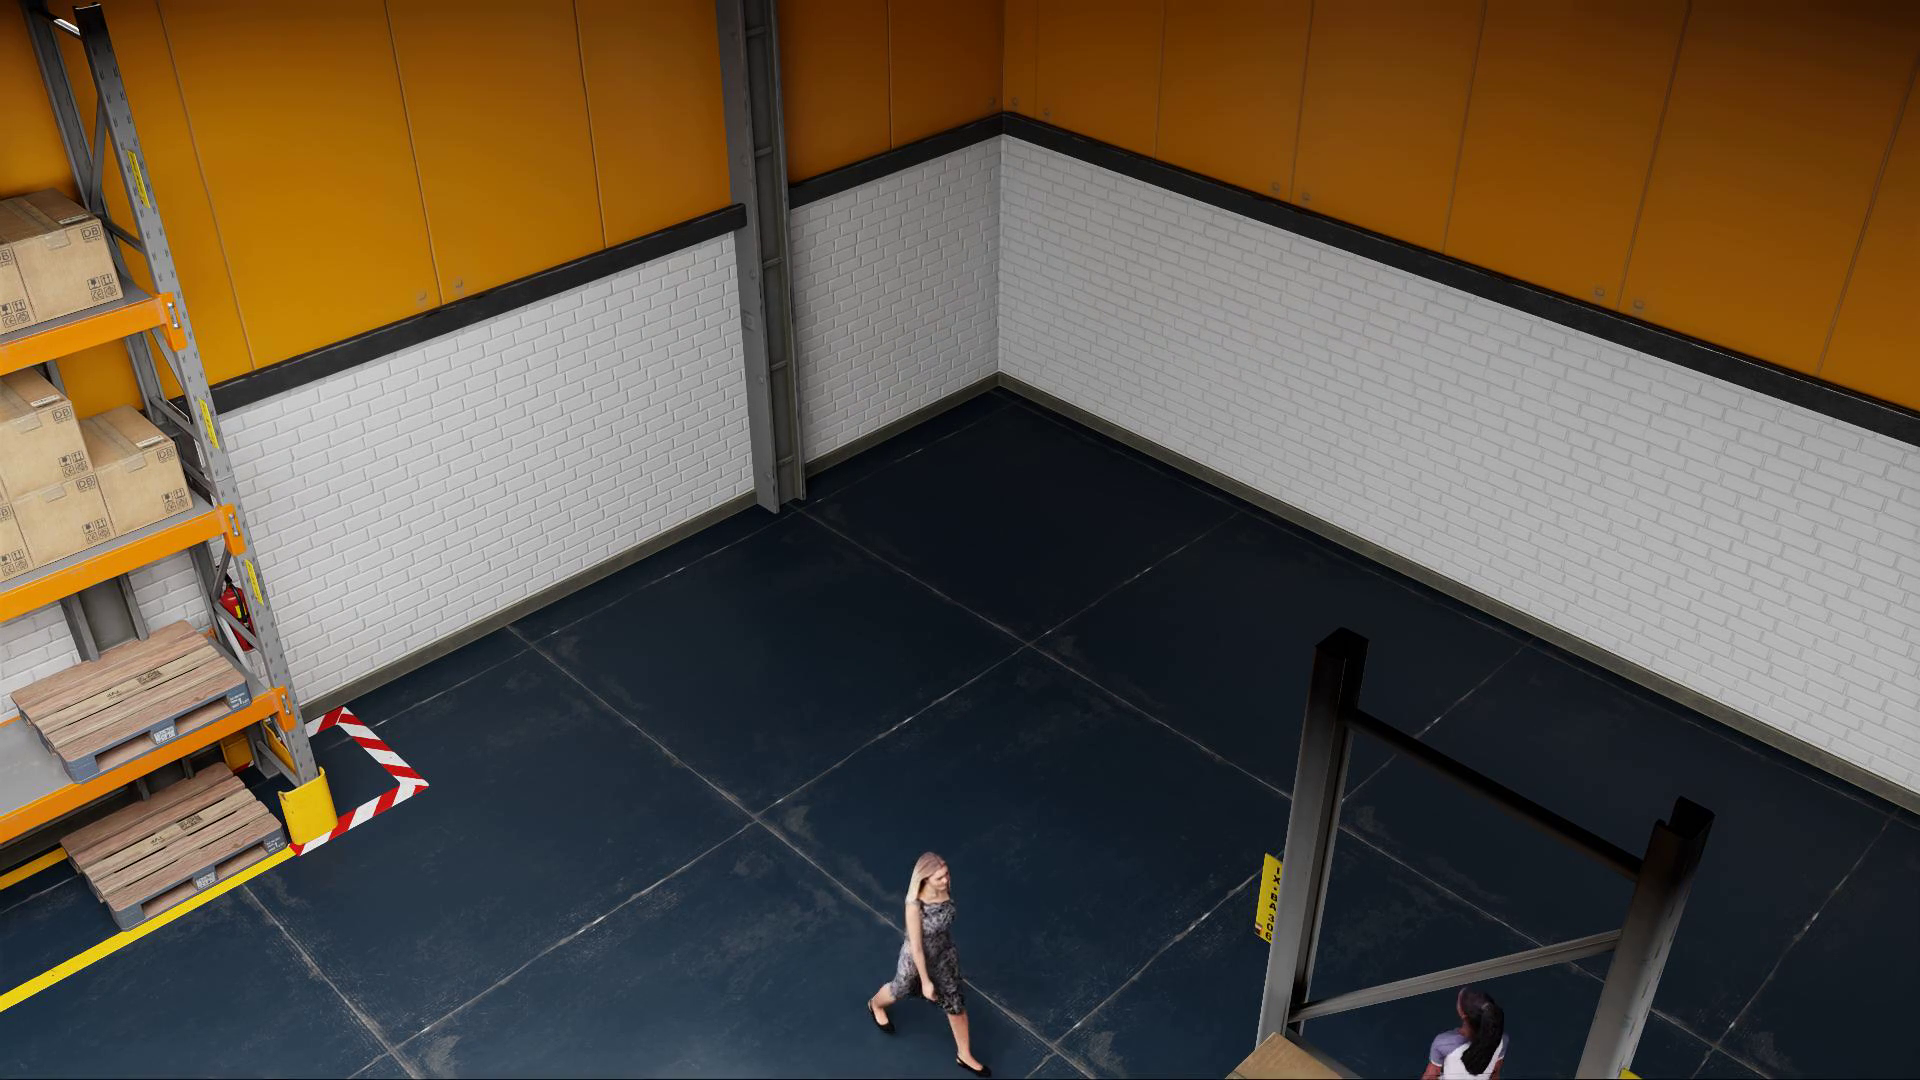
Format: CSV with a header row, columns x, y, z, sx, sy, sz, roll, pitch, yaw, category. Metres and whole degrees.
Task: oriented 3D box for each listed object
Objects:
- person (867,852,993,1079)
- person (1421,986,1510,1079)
x,y,z,sx,sy,sz,roll,pitch,yaw,category
-0.286,2.530,10.183,0.693,1.658,1.105,25,41,33,person
2.757,3.172,9.166,0.845,1.714,0.888,-5,34,-7,person
